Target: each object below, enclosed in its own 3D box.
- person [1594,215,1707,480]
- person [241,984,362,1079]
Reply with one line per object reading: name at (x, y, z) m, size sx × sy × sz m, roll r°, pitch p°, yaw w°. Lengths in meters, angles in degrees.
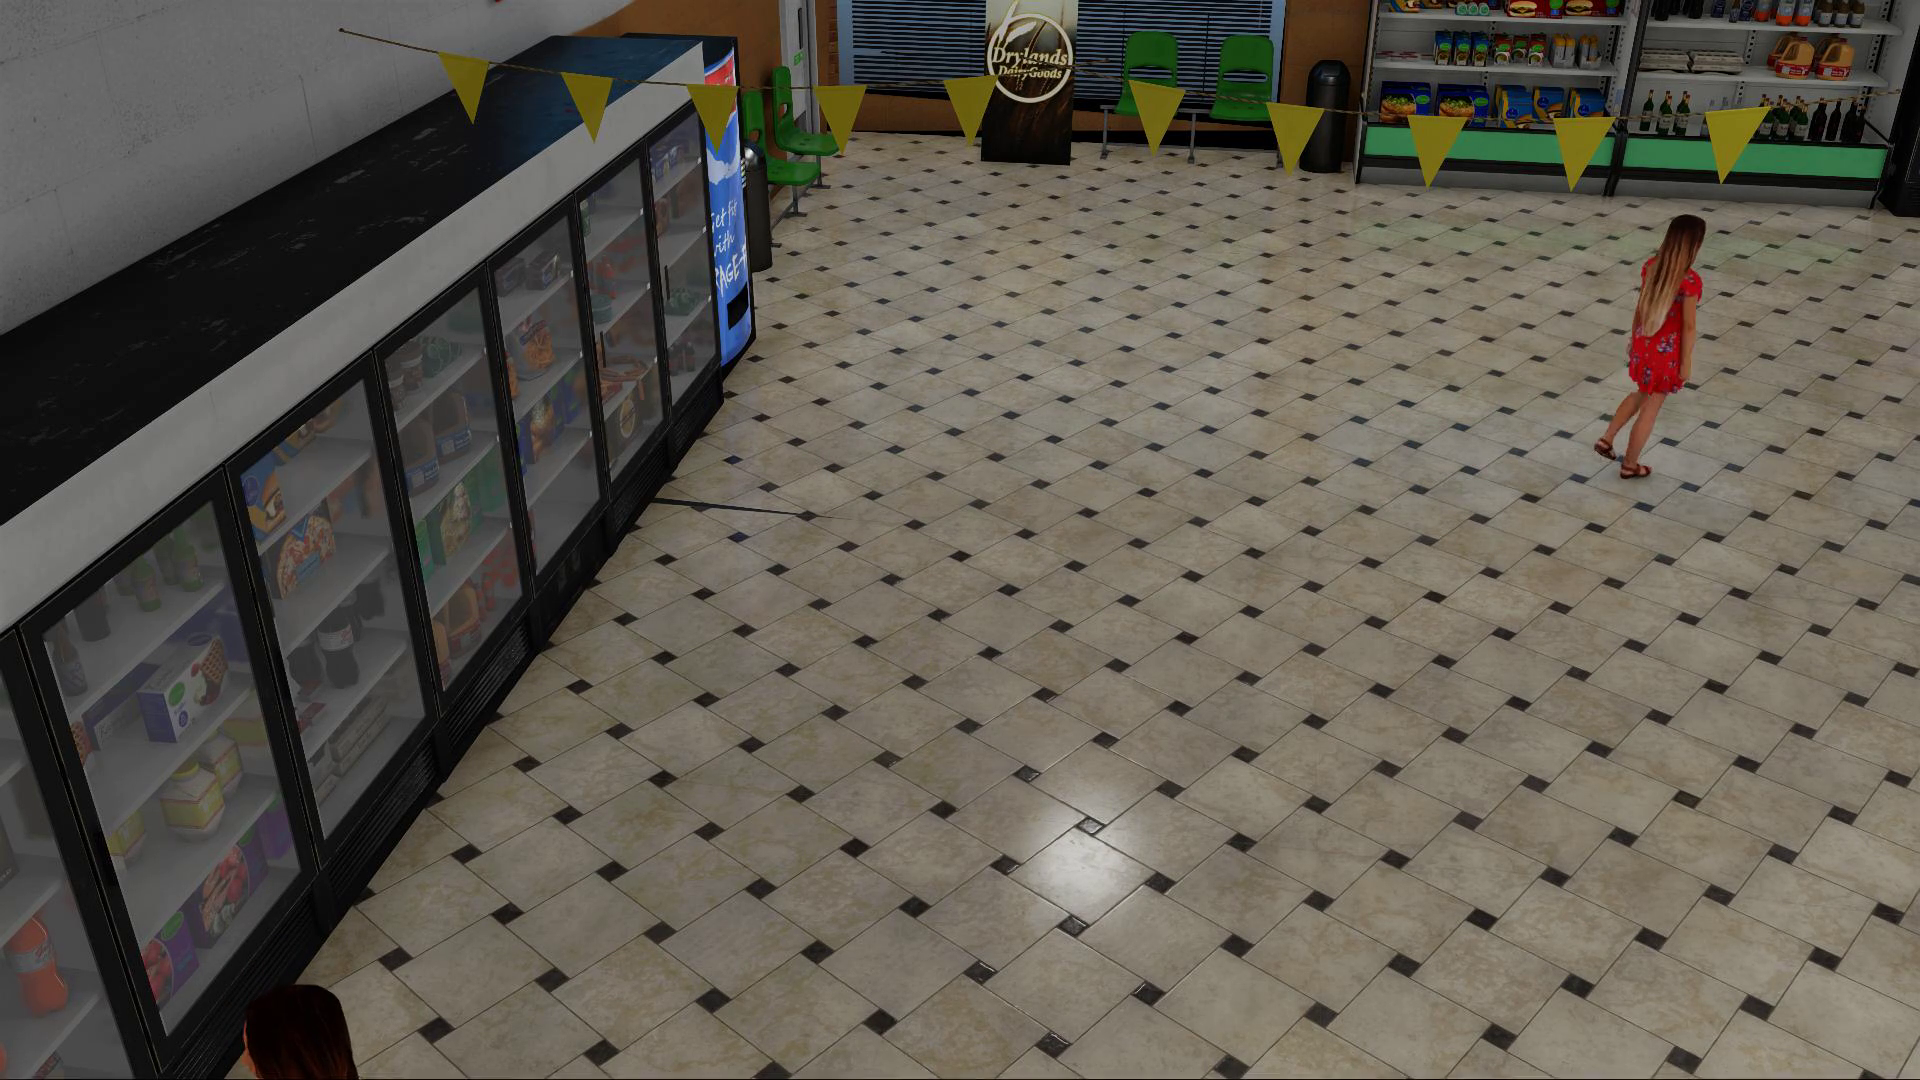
person at (3.904, -1.067, 9.470) m, size 0.809 × 1.585 × 0.737 m, roll -9°, pitch 30°, yaw -17°
person at (-1.430, 1.772, 4.067) m, size 0.676 × 1.779 × 0.660 m, roll -9°, pitch 30°, yaw -16°
